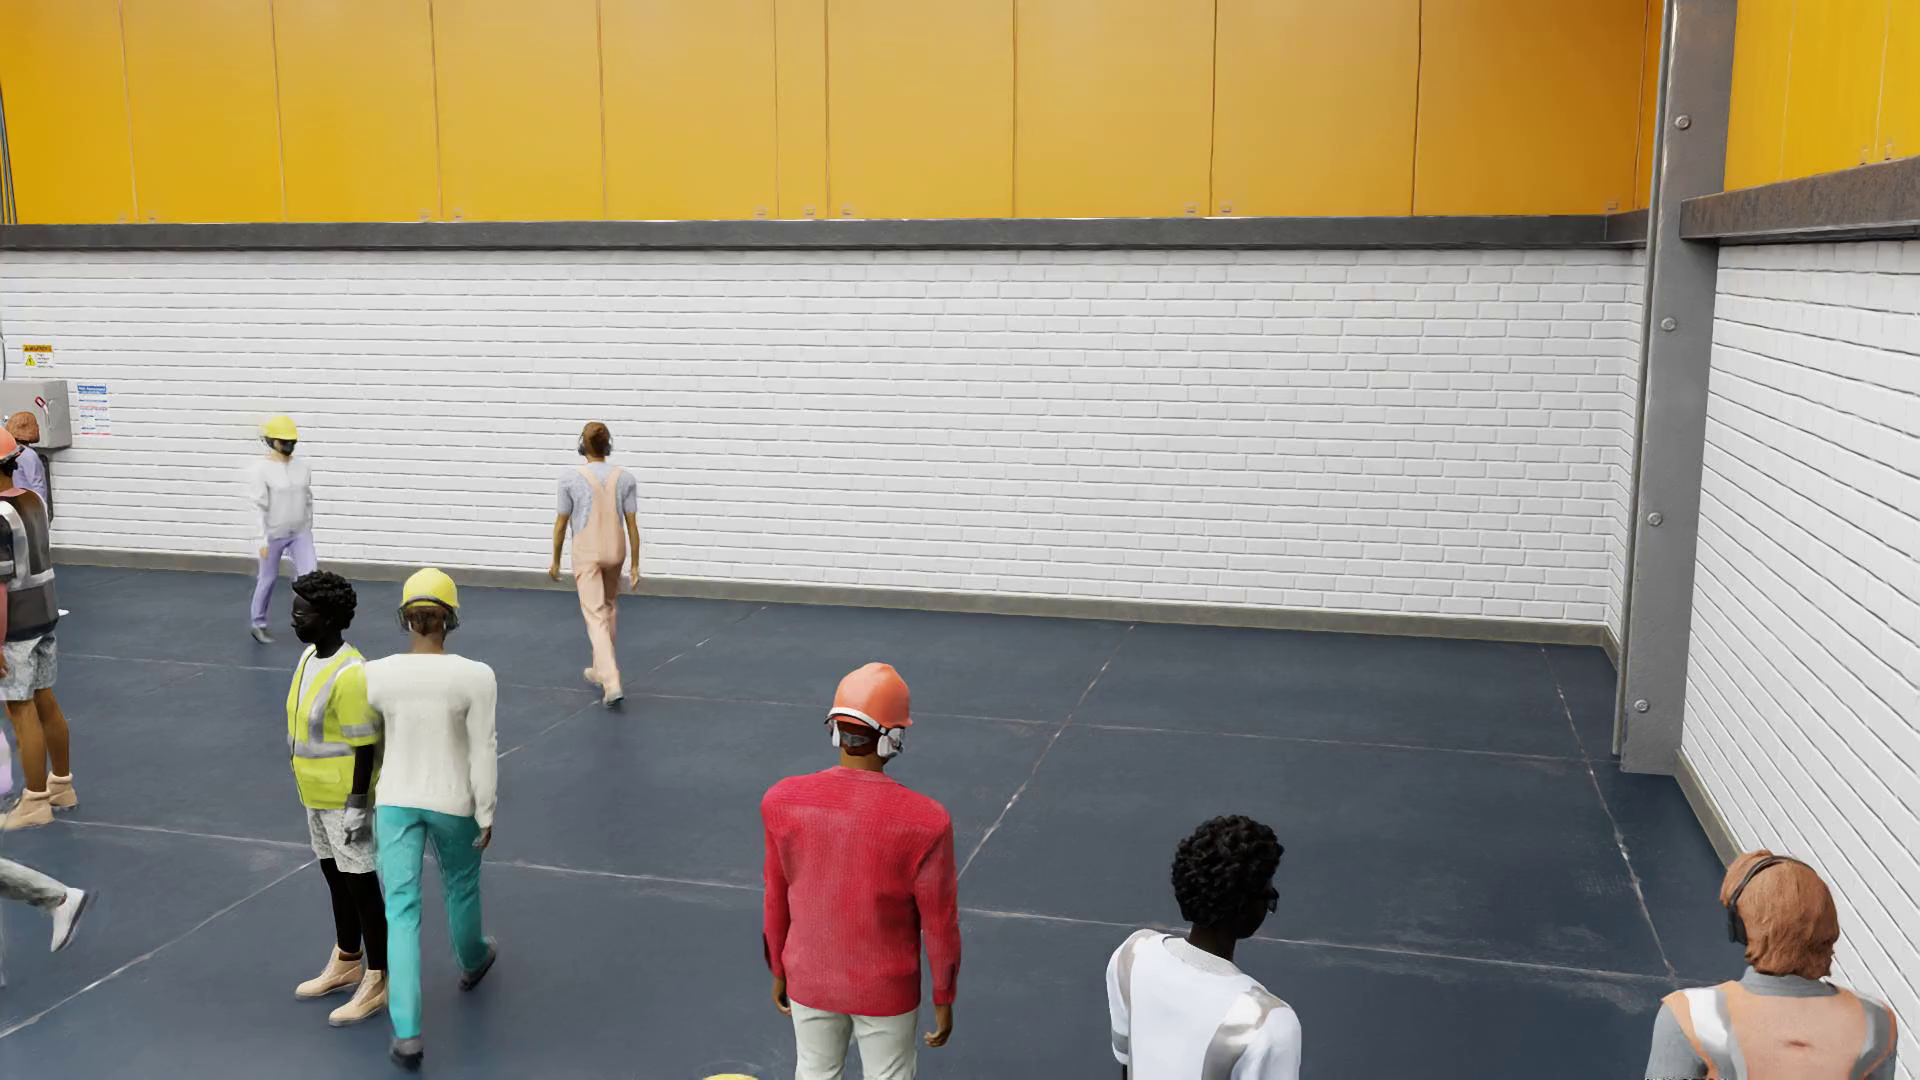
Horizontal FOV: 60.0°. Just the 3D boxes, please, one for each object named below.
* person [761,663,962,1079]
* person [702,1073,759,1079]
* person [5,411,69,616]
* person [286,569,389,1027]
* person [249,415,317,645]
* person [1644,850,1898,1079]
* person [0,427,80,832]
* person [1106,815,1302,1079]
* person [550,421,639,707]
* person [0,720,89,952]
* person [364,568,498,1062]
[{"bbox_3d":[-0.268,1.196,4.621,0.577,1.737,0.354,3,10,16],"label":"person"},{"bbox_3d":[-0.318,1.577,2.409,0.484,1.729,0.460,0,10,-2],"label":"person"},{"bbox_3d":[-7.343,-0.201,13.151,0.499,1.633,0.286,8,13,39],"label":"person"},{"bbox_3d":[-2.325,0.947,6.208,0.317,1.696,0.538,-8,13,-41],"label":"person"},{"bbox_3d":[-4.890,-0.050,12.022,0.924,1.719,0.544,7,12,34],"label":"person"},{"bbox_3d":[1.649,1.450,3.452,0.527,1.626,0.313,-1,10,-3],"label":"person"},{"bbox_3d":[-4.715,0.431,8.260,0.410,2.037,0.609,-1,10,-7],"label":"person"},{"bbox_3d":[0.516,1.406,3.543,0.319,1.687,0.538,-7,12,-36],"label":"person"},{"bbox_3d":[-2.297,0.143,10.664,0.518,1.806,0.945,-6,11,-32],"label":"person"},{"bbox_3d":[-3.754,0.949,6.411,0.545,1.621,0.522,-8,12,-39],"label":"person"},{"bbox_3d":[-1.947,0.960,6.098,0.539,1.697,0.941,-1,10,-4],"label":"person"}]
